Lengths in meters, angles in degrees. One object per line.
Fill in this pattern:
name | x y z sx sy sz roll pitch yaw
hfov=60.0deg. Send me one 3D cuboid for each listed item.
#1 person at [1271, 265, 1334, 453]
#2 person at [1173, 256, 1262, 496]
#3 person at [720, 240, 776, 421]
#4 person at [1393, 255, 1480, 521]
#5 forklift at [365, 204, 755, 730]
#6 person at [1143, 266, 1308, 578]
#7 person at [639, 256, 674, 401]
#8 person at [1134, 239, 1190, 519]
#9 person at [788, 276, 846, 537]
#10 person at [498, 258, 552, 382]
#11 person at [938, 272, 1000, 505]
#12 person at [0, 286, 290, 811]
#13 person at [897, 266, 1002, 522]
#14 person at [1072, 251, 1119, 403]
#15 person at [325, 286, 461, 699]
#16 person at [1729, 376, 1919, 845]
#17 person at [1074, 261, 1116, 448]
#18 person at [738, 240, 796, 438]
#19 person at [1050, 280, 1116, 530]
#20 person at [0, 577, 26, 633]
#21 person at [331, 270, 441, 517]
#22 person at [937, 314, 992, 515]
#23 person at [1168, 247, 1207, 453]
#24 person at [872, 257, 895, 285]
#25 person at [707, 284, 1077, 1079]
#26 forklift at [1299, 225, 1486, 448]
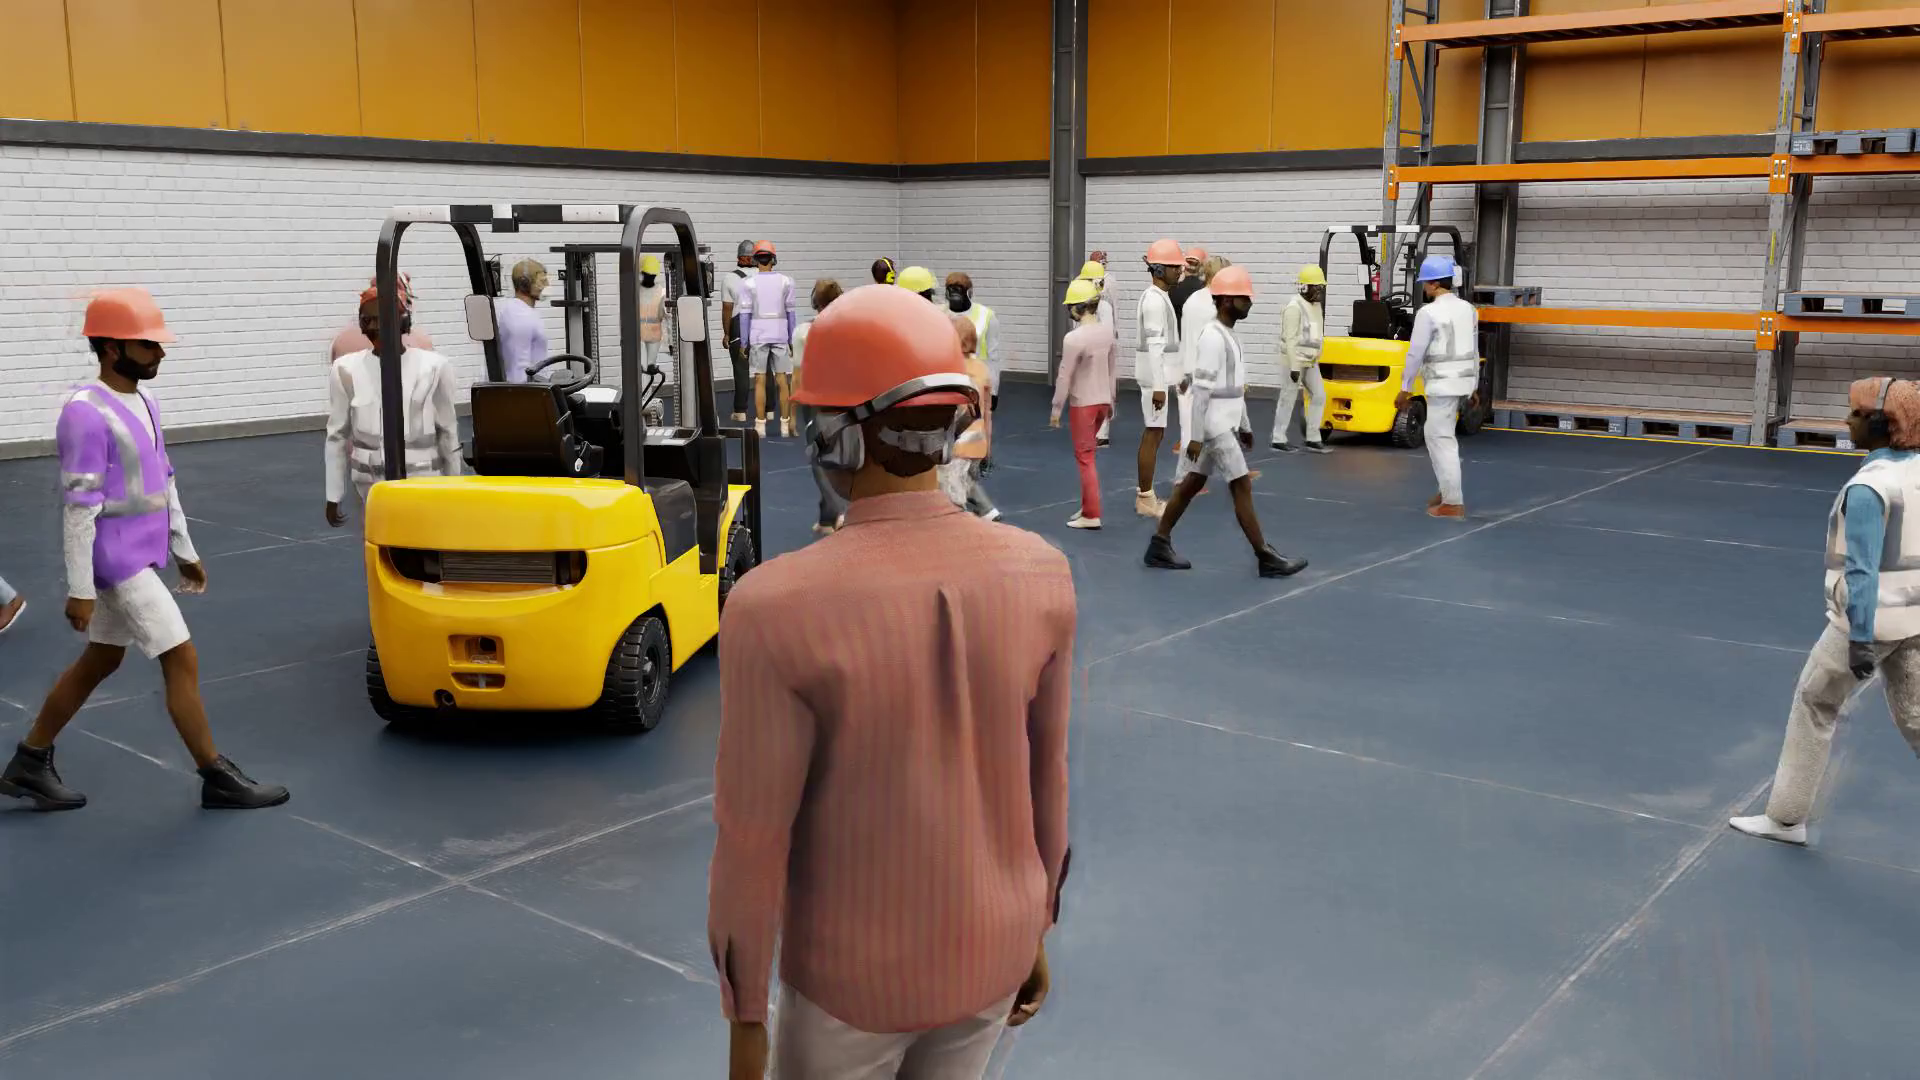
person | 3.282 -1.699 15.785 0.702 1.796 0.607 8 13 38
person | 2.110 -1.302 13.295 0.963 1.894 0.662 -4 11 -19
person | -2.397 -2.369 18.825 0.683 2.000 0.536 -5 11 -24
person | 3.508 -1.104 12.142 0.616 1.918 0.560 -10 14 -43
forklift | -1.766 -0.406 7.525 1.214 2.155 2.313 1 10 7
person | 1.589 -0.710 10.092 1.037 1.881 0.560 3 11 17
person | -3.626 -2.359 19.327 0.593 1.839 1.046 -3 11 -18
person | 1.479 -1.178 12.218 0.384 2.041 0.615 1 10 6
person | -0.854 -0.854 11.093 0.513 1.807 0.910 -5 11 -24
person | -2.724 -0.876 10.920 0.743 1.916 0.632 -4 11 -19
person | -0.029 -1.194 13.020 0.639 1.792 0.937 3 11 17
person | -2.981 0.057 5.852 1.002 1.890 0.560 -2 10 -10
person | -0.166 -0.900 11.168 0.851 1.903 0.643 -3 11 -16
person | 1.715 -2.657 20.818 0.643 1.902 0.400 7 12 35
person | -2.610 -0.263 7.723 0.590 1.845 0.976 1 10 5
person | 3.028 0.274 5.380 0.505 1.608 0.813 -8 13 -36
person | 1.317 -1.813 16.330 0.404 1.827 0.600 -1 10 -7
person | -1.995 -2.070 17.187 0.605 2.034 0.392 -4 11 -20
person | 0.834 -0.948 11.716 0.455 1.754 0.550 8 13 39
person | -5.110 -0.276 8.379 0.461 1.627 0.521 -9 14 -42
person | -2.975 -0.470 8.753 0.648 1.885 0.409 3 11 18
person | 0.047 -0.486 9.560 0.724 1.617 0.513 7 13 36
person | 2.146 -1.810 15.935 0.652 1.955 0.662 -5 11 -25
person | -0.698 -1.682 15.478 0.326 1.876 0.518 -10 14 -43
person | -0.052 0.619 2.455 0.624 1.977 0.675 -7 12 -34
forklift | 4.449 -2.115 16.993 1.214 2.155 2.313 8 13 38
